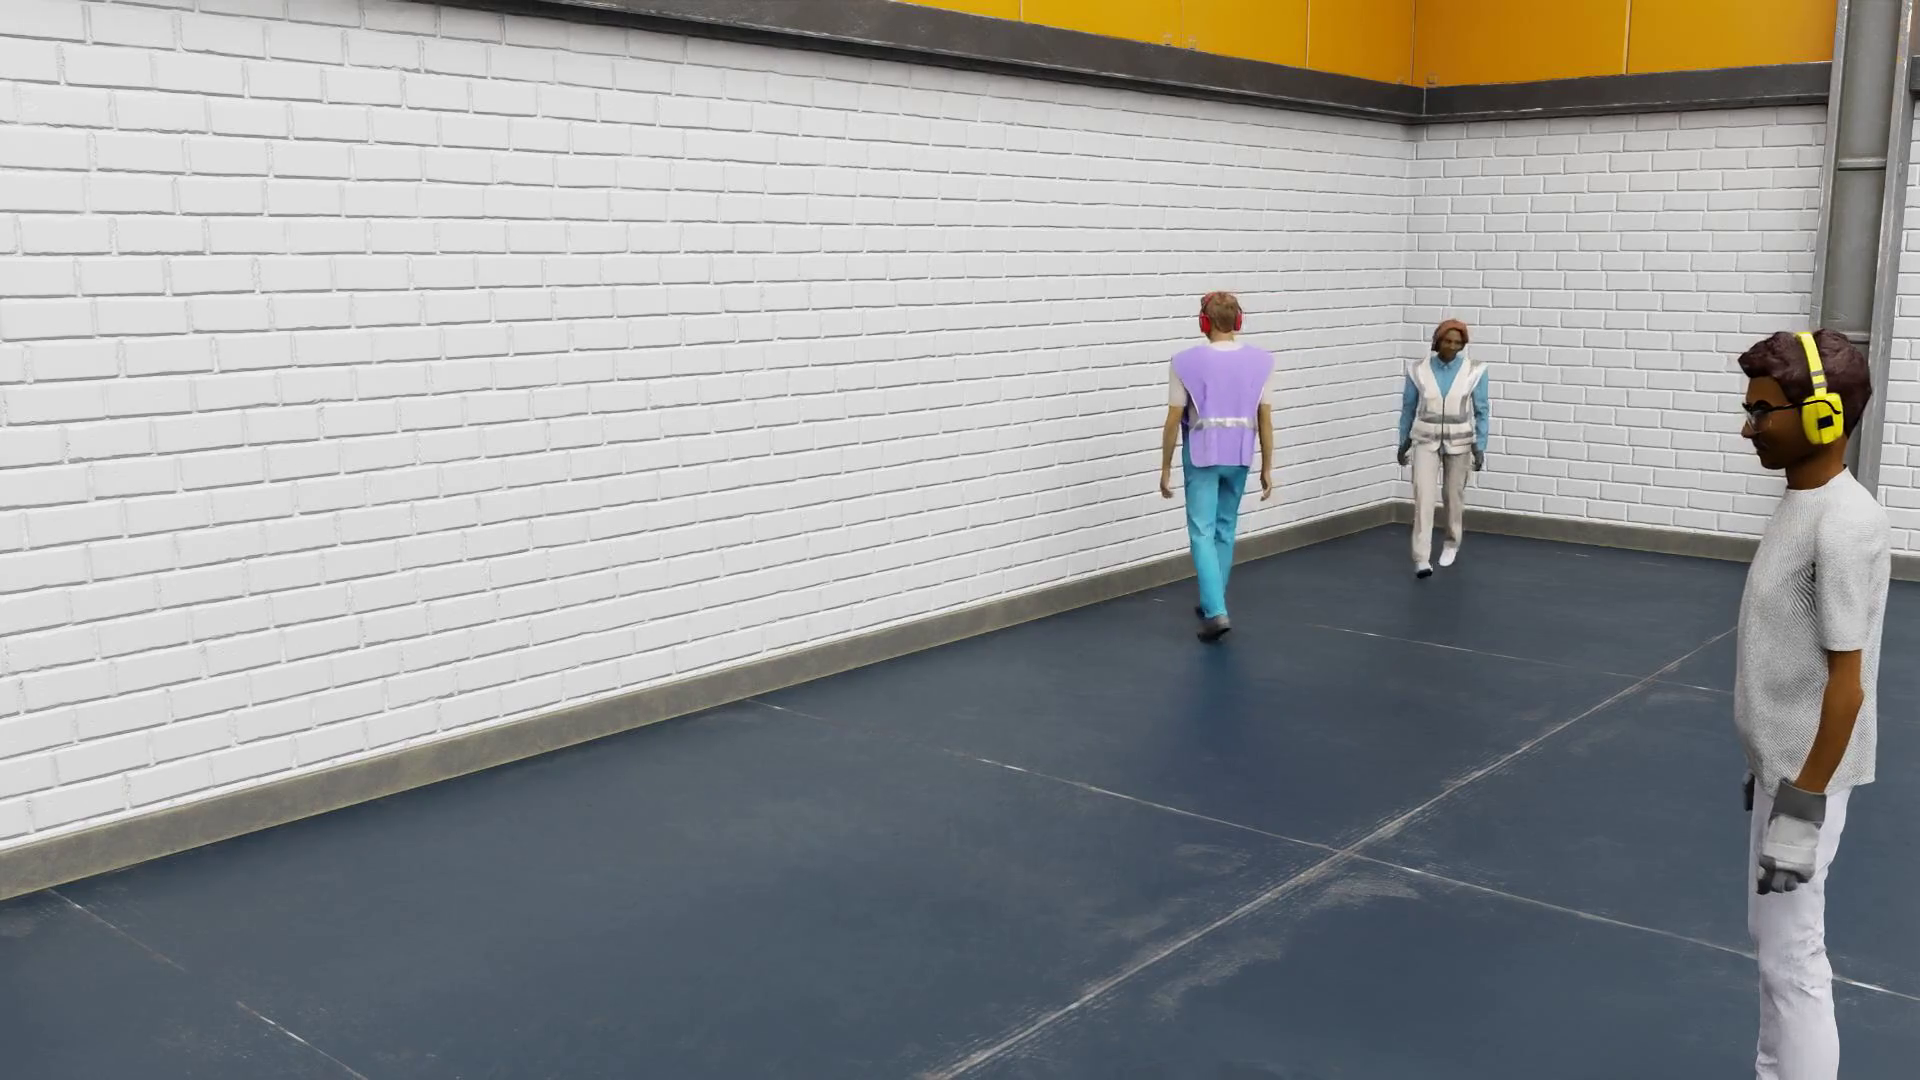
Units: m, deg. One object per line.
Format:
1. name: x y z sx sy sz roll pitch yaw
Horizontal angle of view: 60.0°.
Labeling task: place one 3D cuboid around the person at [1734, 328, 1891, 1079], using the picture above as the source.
1. person: 1.703 0.499 3.446 0.328 1.865 0.519 4 11 19

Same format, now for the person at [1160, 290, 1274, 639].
1. person: 1.352 -0.404 8.744 0.581 1.814 0.862 -2 10 -11

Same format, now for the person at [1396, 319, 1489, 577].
1. person: 2.991 -0.573 10.330 0.554 1.591 0.884 3 10 18
